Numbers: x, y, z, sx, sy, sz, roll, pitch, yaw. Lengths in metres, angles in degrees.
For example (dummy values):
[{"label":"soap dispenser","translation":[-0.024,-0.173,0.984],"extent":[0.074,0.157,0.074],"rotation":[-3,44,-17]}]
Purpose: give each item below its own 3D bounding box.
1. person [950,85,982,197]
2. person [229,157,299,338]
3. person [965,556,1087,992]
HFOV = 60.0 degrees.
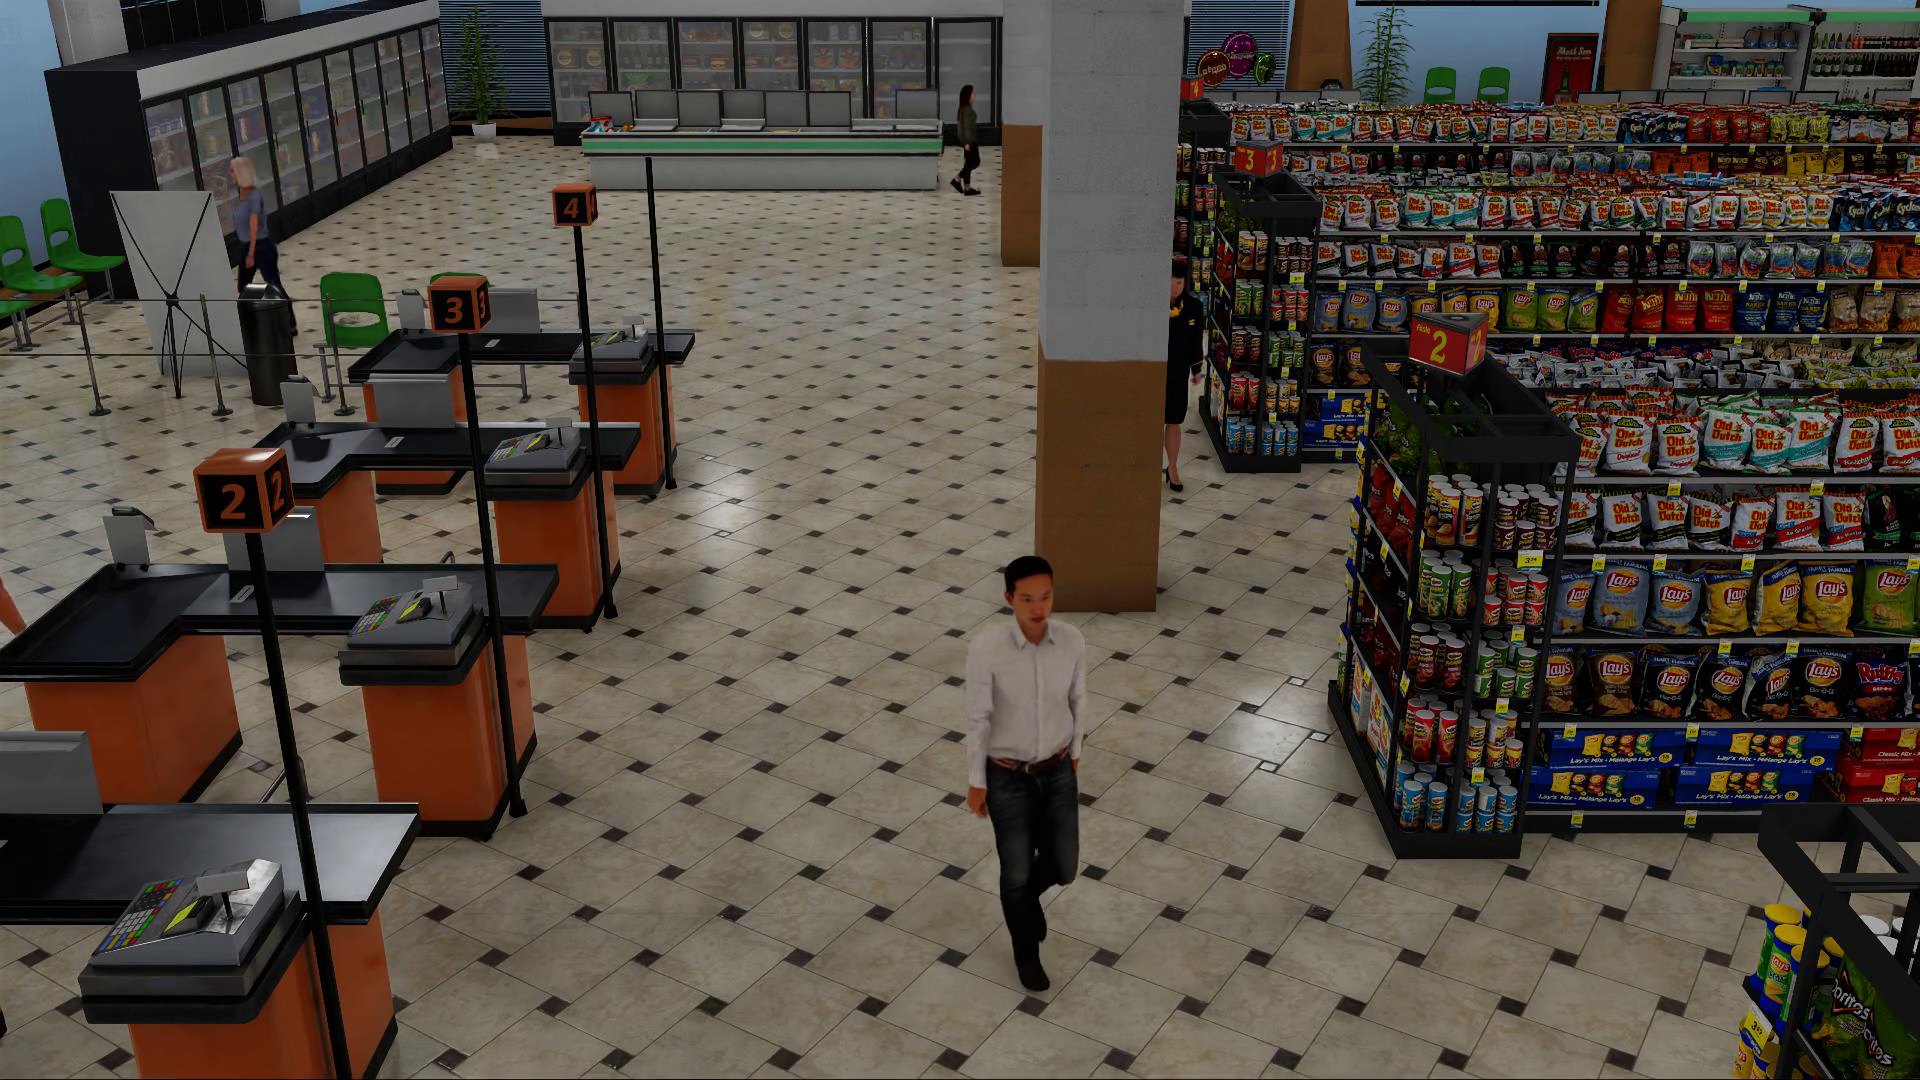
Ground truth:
[{"label":"person","translation":[0.050,-5.378,22.452],"extent":[0.638,1.472,0.594],"rotation":[0,22,-1]},{"label":"person","translation":[-6.430,-2.693,15.464],"extent":[0.957,1.699,0.885],"rotation":[-20,29,-40]},{"label":"person","translation":[0.231,0.872,6.458],"extent":[0.756,1.799,0.826],"rotation":[-6,23,-15]}]
